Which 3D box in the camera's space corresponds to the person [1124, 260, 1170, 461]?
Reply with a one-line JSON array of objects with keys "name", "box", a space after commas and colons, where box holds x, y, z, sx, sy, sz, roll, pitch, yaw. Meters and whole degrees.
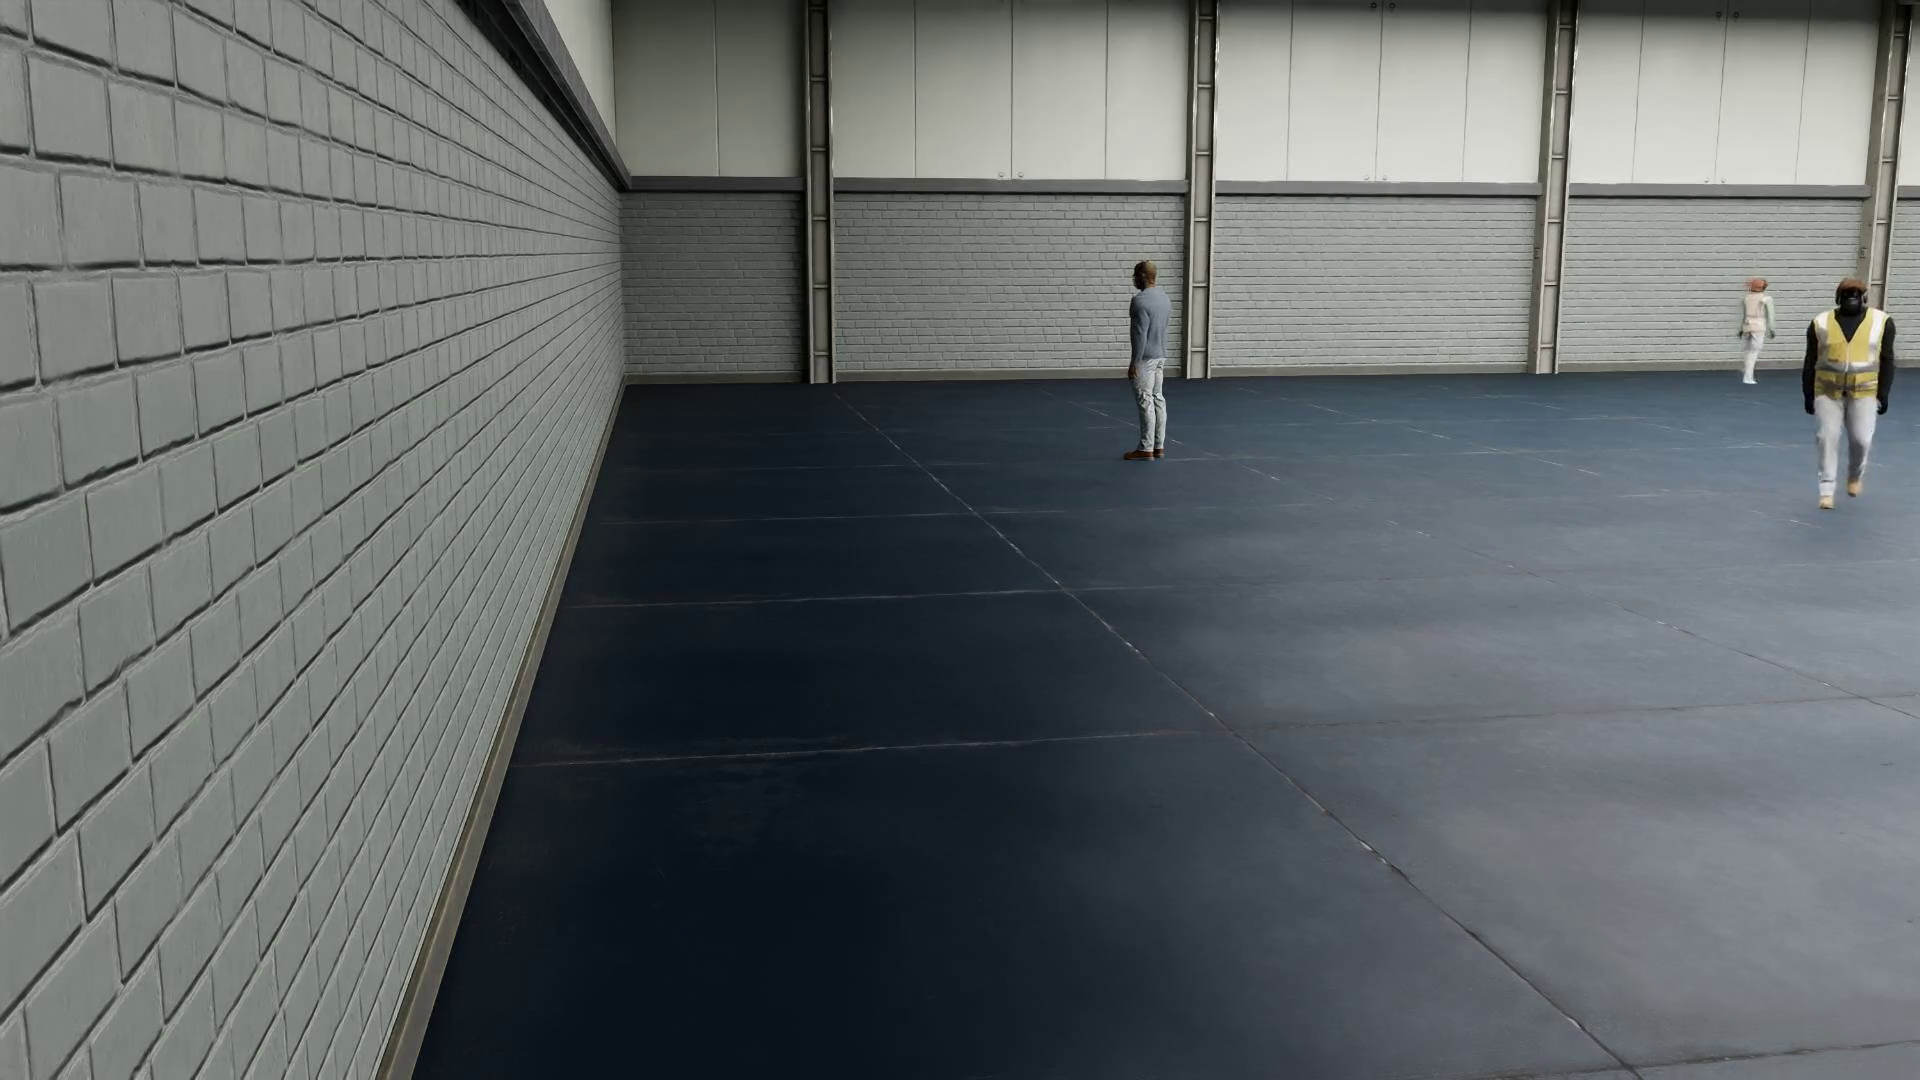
[{"name": "person", "box": [1.816, -1.737, 16.138, 0.354, 1.936, 0.635, 6, 12, 32]}]

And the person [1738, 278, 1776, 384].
[{"name": "person", "box": [12.183, -3.181, 25.386, 0.575, 1.619, 0.518, -4, 11, -24]}]

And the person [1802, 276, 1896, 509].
[{"name": "person", "box": [7.003, -1.165, 13.154, 0.642, 1.831, 0.563, 6, 11, 30]}]
